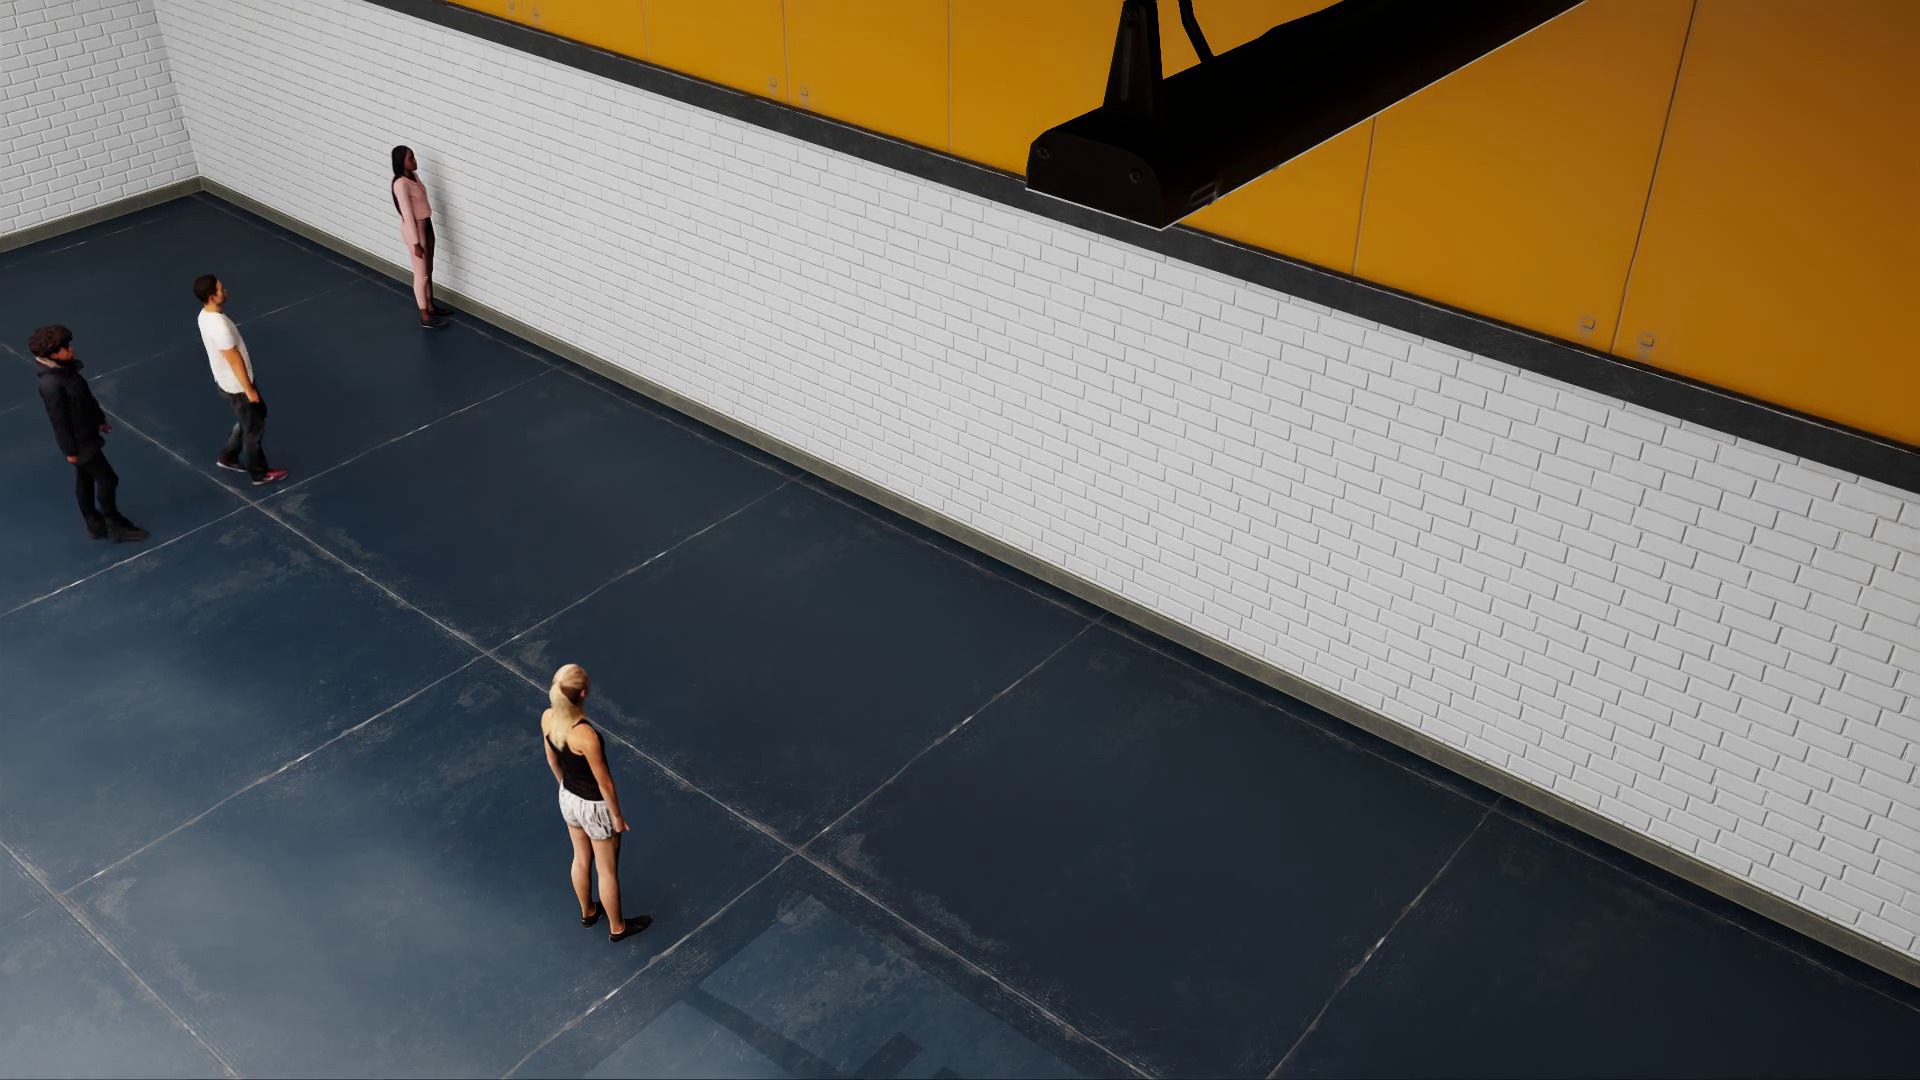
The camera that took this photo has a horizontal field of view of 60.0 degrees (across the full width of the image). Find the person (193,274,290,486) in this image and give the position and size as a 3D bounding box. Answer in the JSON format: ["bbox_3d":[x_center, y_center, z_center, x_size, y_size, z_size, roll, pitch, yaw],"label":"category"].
[{"bbox_3d":[-5.669,-1.191,12.838,0.834,1.792,0.773,-19,38,-26],"label":"person"}]

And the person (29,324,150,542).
[{"bbox_3d":[-6.543,-0.748,12.187,0.822,1.763,0.770,-10,35,-15],"label":"person"}]

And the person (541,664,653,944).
[{"bbox_3d":[-1.991,1.400,8.882,0.601,1.845,0.531,23,40,30],"label":"person"}]

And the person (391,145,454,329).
[{"bbox_3d":[-4.989,-2.797,15.308,0.755,1.721,0.683,-1,34,-1],"label":"person"}]
